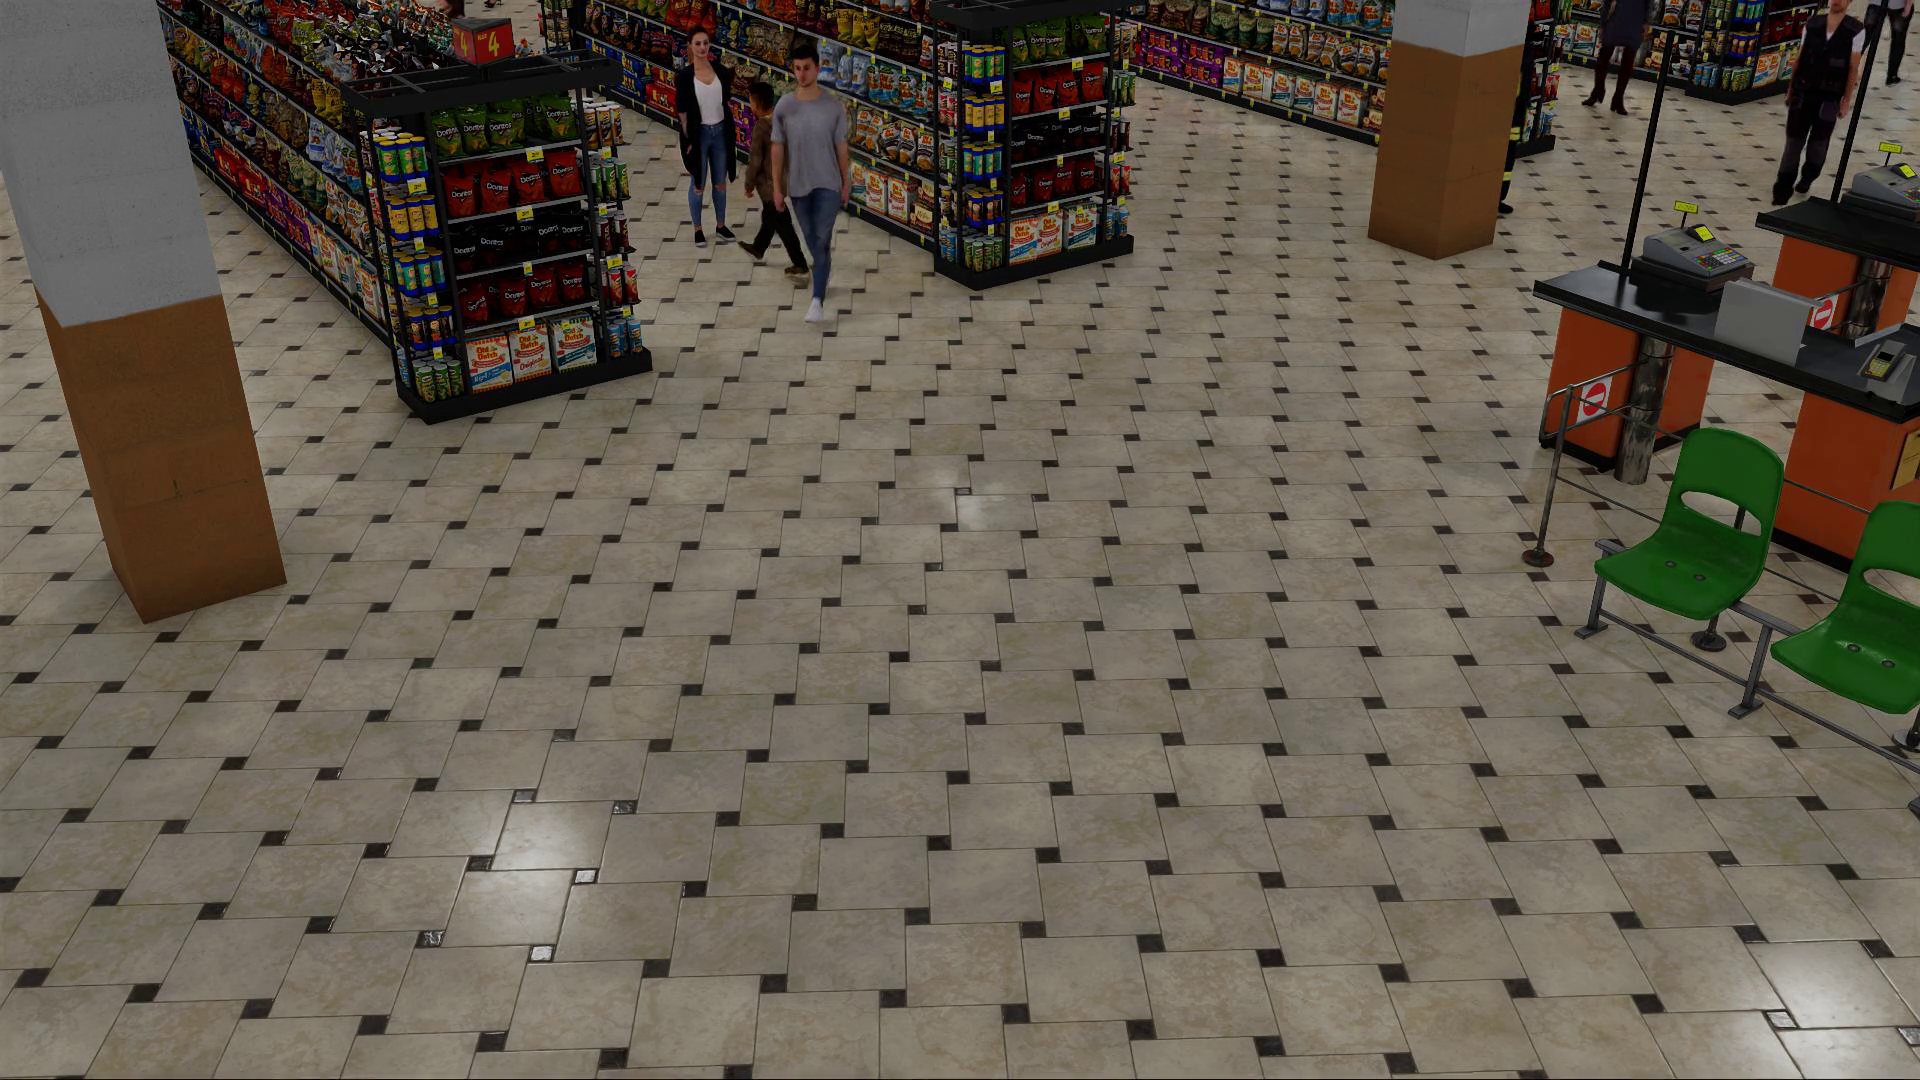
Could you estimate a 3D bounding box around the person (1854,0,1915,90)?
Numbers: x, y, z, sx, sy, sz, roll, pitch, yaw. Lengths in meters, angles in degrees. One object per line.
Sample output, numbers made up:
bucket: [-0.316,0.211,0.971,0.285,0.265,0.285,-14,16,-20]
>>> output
person: [9.574,-5.526,17.191,0.824,1.789,1.153,-22,35,-34]

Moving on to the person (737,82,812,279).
person: [-1.310,-2.605,12.227,1.055,1.419,0.828,17,33,28]

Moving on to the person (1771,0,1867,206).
person: [7.162,-3.703,13.838,1.234,1.803,1.024,18,34,30]

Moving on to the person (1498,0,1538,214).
person: [4.396,-3.560,13.514,0.791,1.863,0.737,-25,37,-38]

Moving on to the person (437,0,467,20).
person: [-4.477,-4.157,14.868,0.637,1.612,0.437,-19,34,-30]

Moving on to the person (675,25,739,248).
person: [-1.974,-3.144,12.939,0.648,1.684,0.576,-15,32,-26]

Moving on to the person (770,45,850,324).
person: [-1.000,-2.502,11.605,1.194,1.834,1.277,4,29,7]

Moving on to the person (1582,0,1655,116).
person: [6.639,-5.089,16.494,0.710,1.690,0.831,5,29,10]
